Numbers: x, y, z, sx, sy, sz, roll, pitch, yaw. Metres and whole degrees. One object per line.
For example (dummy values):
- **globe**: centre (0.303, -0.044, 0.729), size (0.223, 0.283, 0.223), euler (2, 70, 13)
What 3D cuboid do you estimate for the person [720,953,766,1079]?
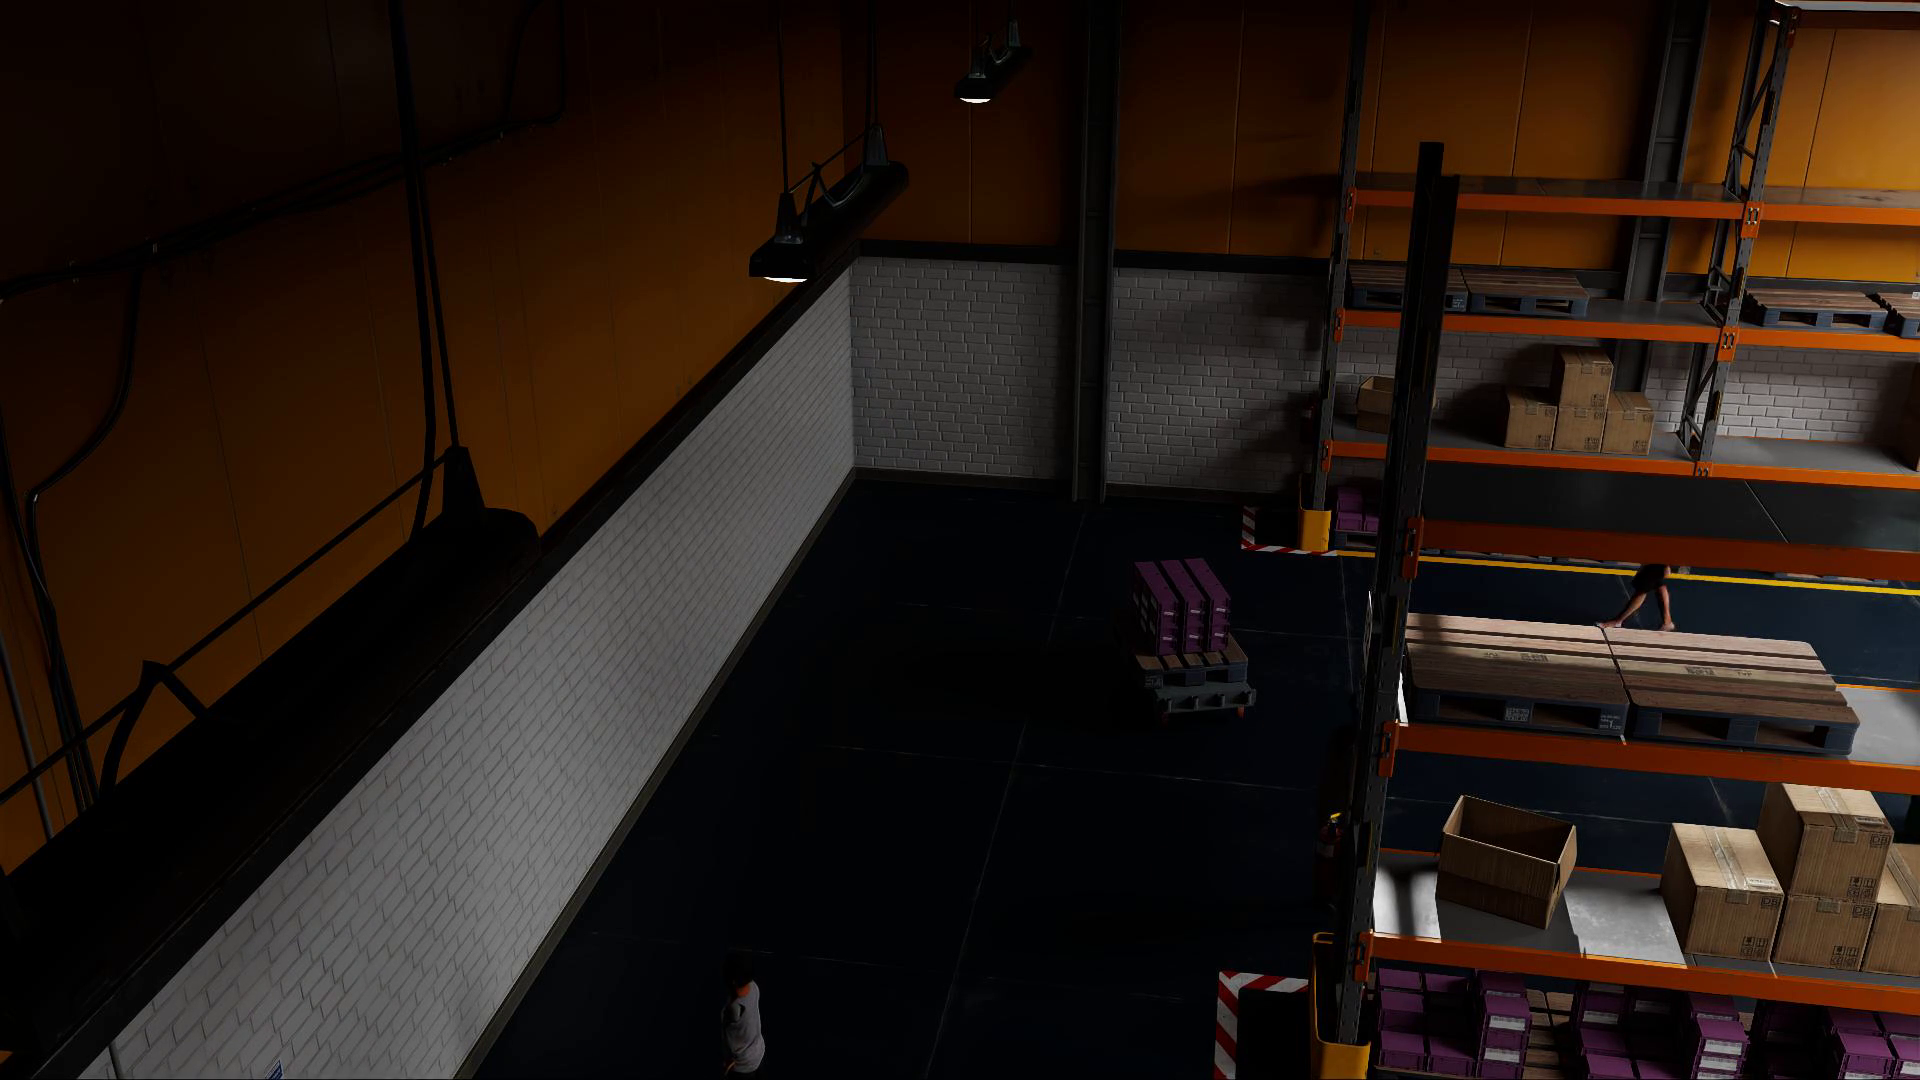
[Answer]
- **person**: centre (-1.338, 3.106, 10.282), size (0.503, 1.457, 0.582), euler (5, 24, 12)

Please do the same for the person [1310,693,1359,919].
- **person**: centre (2.755, 1.976, 12.330), size (0.865, 1.885, 0.843), euler (-6, 24, -14)
